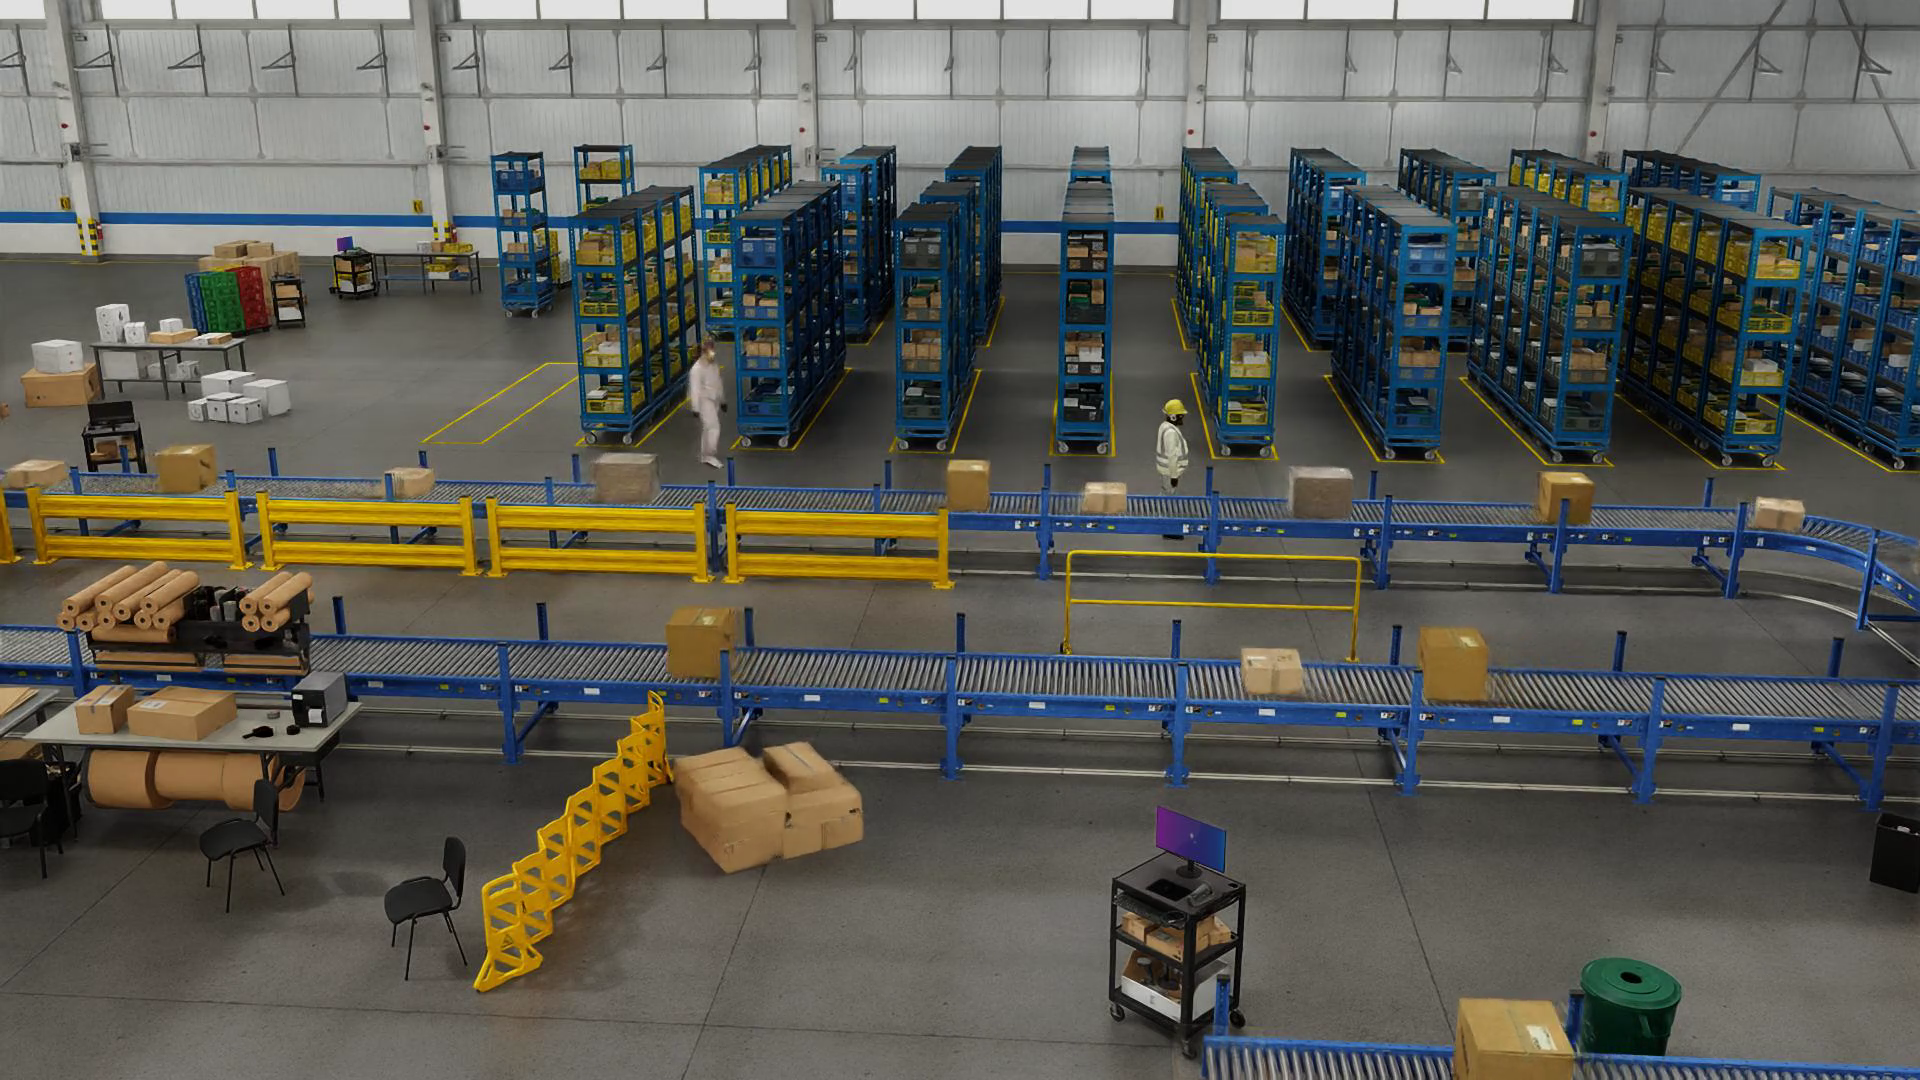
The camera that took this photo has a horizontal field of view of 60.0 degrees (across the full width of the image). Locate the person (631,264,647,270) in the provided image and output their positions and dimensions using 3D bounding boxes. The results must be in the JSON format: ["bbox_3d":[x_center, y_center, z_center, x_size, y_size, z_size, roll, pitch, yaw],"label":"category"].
[{"bbox_3d":[-6.145,-4.554,32.783,0.594,1.970,0.614,-5,18,-15],"label":"person"}]

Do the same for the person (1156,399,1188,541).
[{"bbox_3d":[2.736,-0.914,21.461,0.404,1.833,0.590,-1,18,-2],"label":"person"}]

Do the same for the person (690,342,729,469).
[{"bbox_3d":[-3.684,-2.027,24.906,0.634,1.889,0.657,5,18,15],"label":"person"}]
